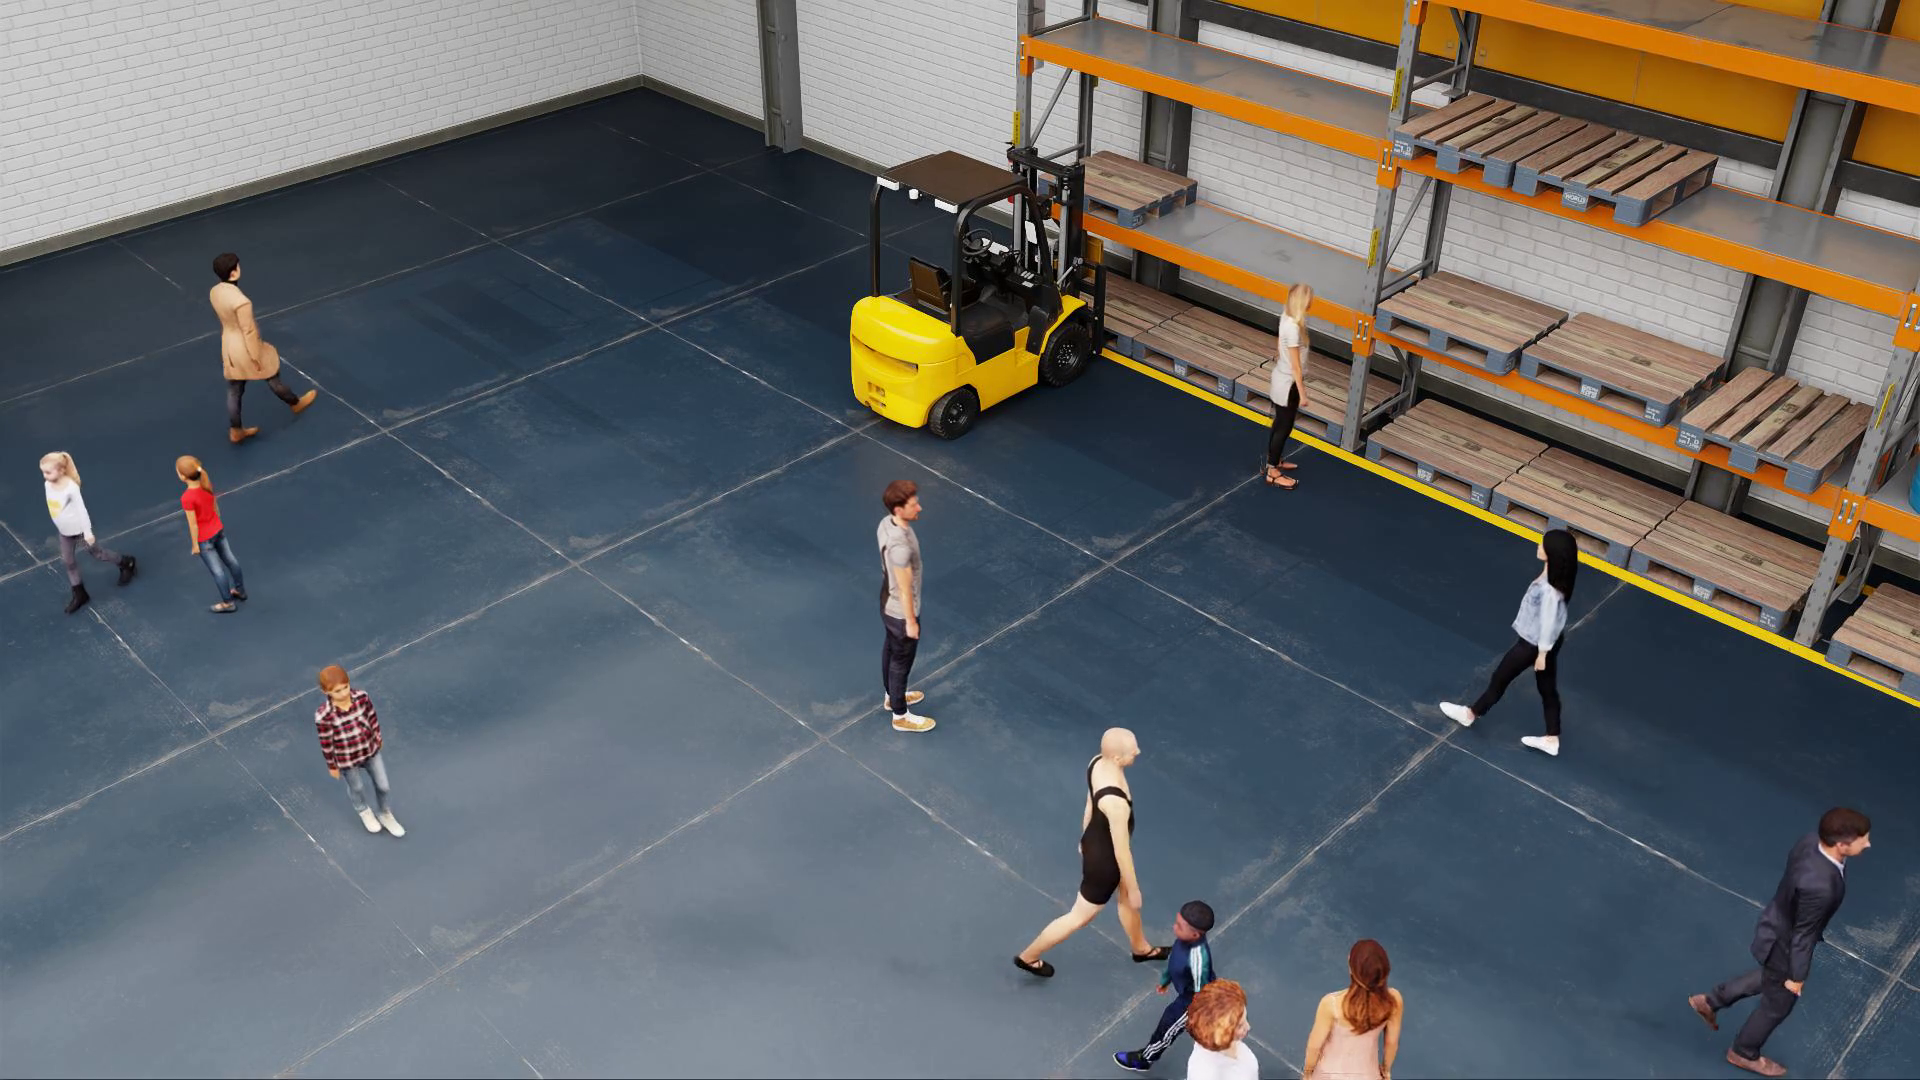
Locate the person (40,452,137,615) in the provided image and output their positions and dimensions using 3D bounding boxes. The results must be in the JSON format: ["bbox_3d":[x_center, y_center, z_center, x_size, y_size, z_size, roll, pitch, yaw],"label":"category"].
[{"bbox_3d":[-6.599,-0.114,12.510,0.883,1.261,0.772,13,36,18],"label":"person"}]

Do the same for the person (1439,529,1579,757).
[{"bbox_3d":[3.877,0.713,10.898,1.111,1.669,0.792,18,38,25],"label":"person"}]

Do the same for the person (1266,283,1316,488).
[{"bbox_3d":[2.704,-1.297,13.782,0.770,1.823,0.712,-2,34,-3],"label":"person"}]

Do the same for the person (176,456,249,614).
[{"bbox_3d":[-5.580,-0.052,12.373,0.600,1.310,0.567,8,35,13],"label":"person"}]

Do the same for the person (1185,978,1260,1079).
[{"bbox_3d":[1.102,2.720,7.846,0.980,1.704,0.820,14,36,20],"label":"person"}]

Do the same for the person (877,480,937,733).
[{"bbox_3d":[-0.399,0.430,11.122,0.799,1.893,0.701,-6,34,-8],"label":"person"}]

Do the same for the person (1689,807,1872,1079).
[{"bbox_3d":[4.244,2.075,8.683,0.919,1.852,0.833,10,35,15],"label":"person"}]

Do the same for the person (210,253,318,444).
[{"bbox_3d":[-6.282,-1.625,14.401,1.124,1.684,0.901,18,38,25],"label":"person"}]

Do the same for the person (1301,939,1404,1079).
[{"bbox_3d":[1.845,2.623,7.892,0.934,1.815,1.026,-3,34,-5],"label":"person"}]

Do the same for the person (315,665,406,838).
[{"bbox_3d":[-3.808,1.280,10.382,0.554,1.297,0.608,-26,41,-33],"label":"person"}]

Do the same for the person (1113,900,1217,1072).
[{"bbox_3d":[1.294,2.387,8.787,0.929,1.217,0.869,-1,34,-1],"label":"person"}]

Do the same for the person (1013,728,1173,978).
[{"bbox_3d":[0.695,1.782,9.198,1.219,1.770,1.217,-2,34,-3],"label":"person"}]
